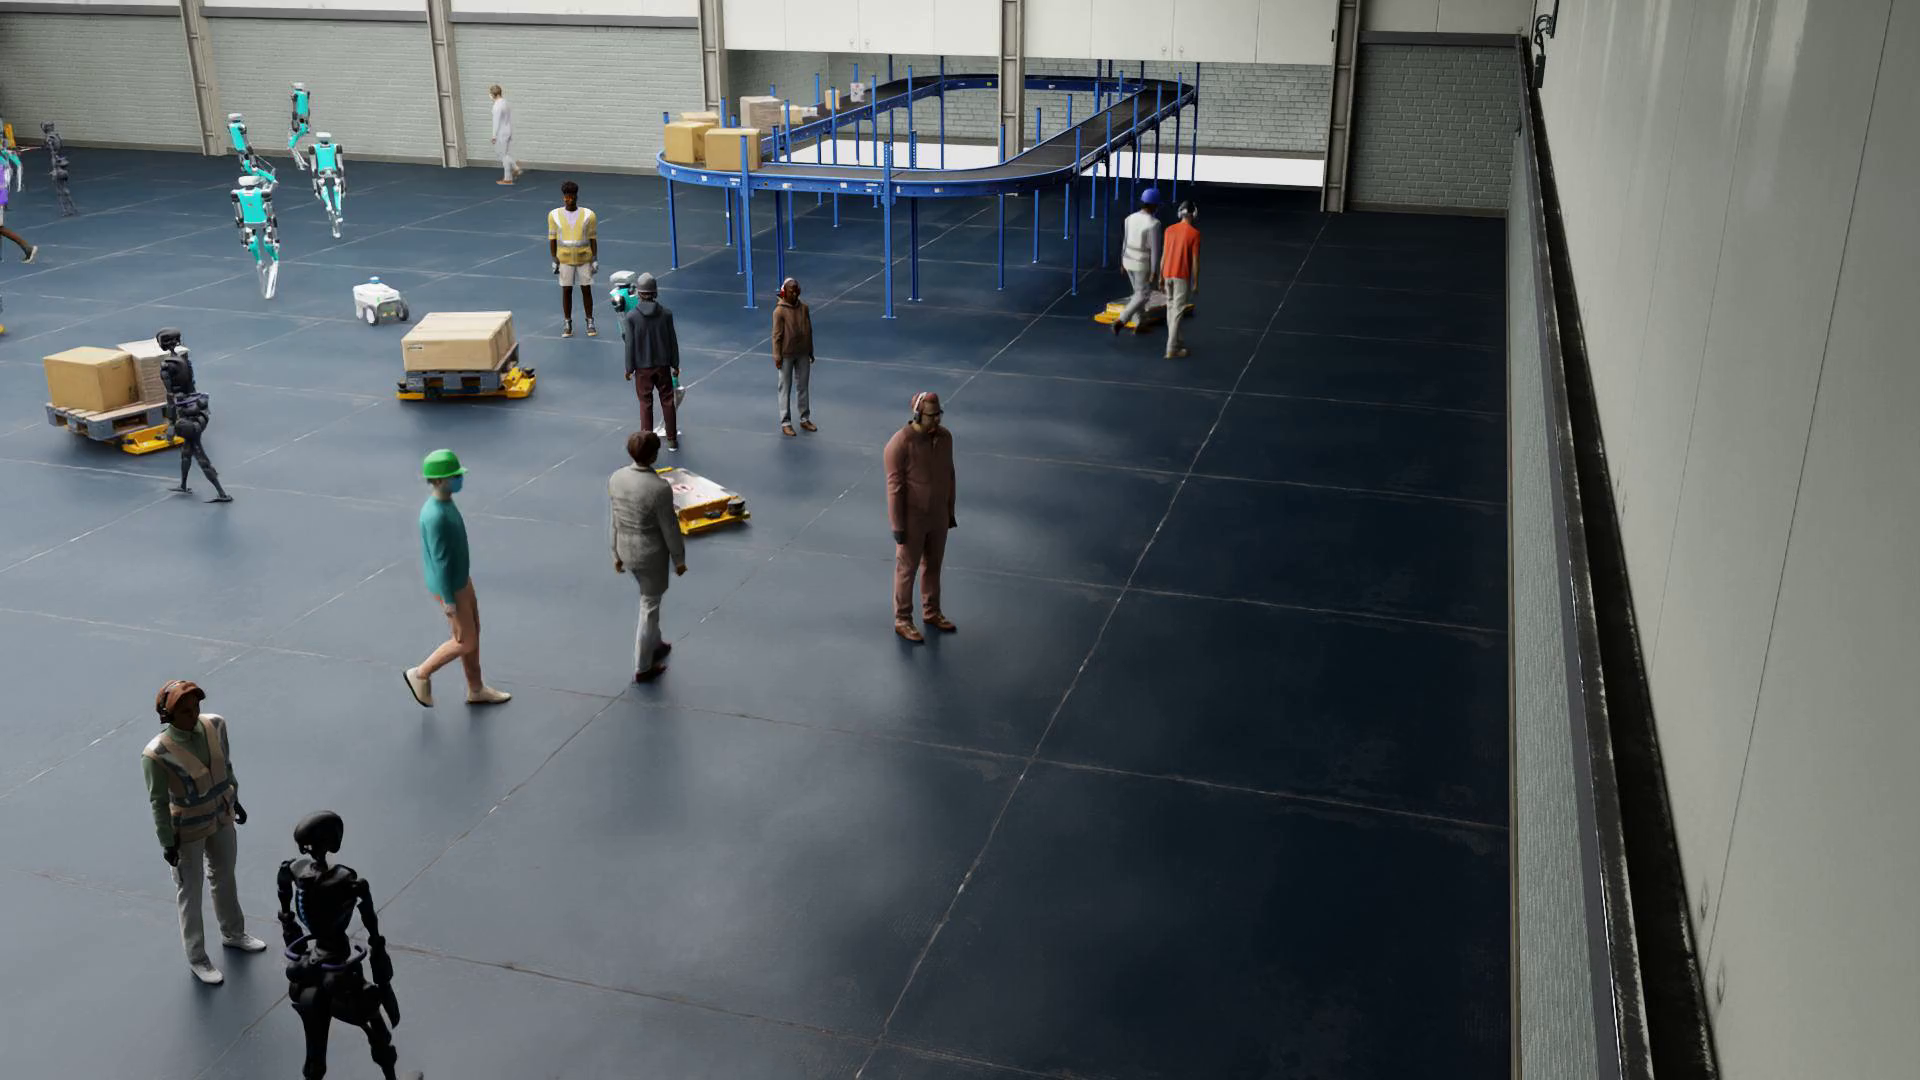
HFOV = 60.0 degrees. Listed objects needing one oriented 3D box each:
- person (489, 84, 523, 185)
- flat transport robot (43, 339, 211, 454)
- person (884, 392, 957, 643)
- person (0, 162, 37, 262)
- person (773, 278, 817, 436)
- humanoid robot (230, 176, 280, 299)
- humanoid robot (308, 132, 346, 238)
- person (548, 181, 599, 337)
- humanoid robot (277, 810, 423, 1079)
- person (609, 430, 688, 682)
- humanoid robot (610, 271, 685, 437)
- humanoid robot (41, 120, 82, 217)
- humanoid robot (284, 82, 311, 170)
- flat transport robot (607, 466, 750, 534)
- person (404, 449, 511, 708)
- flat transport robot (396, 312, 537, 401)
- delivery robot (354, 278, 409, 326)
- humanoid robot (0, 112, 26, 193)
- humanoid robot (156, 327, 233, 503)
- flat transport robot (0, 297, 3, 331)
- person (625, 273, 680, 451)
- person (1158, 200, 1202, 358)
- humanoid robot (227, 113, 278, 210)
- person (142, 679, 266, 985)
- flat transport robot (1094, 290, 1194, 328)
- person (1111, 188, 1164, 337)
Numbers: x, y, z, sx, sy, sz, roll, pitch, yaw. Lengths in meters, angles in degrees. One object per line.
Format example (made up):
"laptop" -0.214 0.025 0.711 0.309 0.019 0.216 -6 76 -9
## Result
"person" -8.886 -7.854 32.263 0.453 1.920 0.629 -2 21 -5
"flat transport robot" -8.567 -1.167 17.205 1.431 0.231 0.659 15 26 34
"person" -0.259 -0.183 12.394 0.645 1.902 0.403 -19 28 -41
"person" -14.580 -5.140 25.197 0.876 1.936 0.613 -2 21 -4
"person" -1.729 -1.905 17.203 0.470 1.645 0.333 -16 26 -35
"humanoid robot" -9.622 -4.130 22.998 0.530 1.877 0.810 -2 21 -6
"humanoid robot" -10.157 -5.664 26.888 0.547 1.762 1.051 -10 23 -25
"person" -4.874 -3.553 21.036 0.604 1.966 0.367 -5 22 -12
"humanoid robot" -2.768 1.929 7.309 0.584 1.638 0.787 8 22 19
"person" -2.175 0.085 11.822 0.538 1.802 0.707 12 24 27
"humanoid robot" -3.087 -1.875 16.985 0.849 1.742 0.559 1 21 4
"humanoid robot" -15.752 -6.510 29.126 0.380 1.634 0.621 -7 22 -18
"humanoid robot" -13.652 -8.479 34.114 0.748 1.776 0.542 5 22 13
"flat transport robot" -2.582 -0.383 15.170 0.659 0.231 1.431 -17 27 -37
"person" -3.454 0.286 11.219 0.587 1.861 0.537 -2 21 -4
"flat transport robot" -5.559 -1.766 18.759 1.431 0.231 0.659 -1 21 -3
"delivery robot" -7.703 -3.171 21.989 0.765 0.583 0.499 20 29 41
"humanoid robot" -18.069 -7.461 31.508 0.560 1.772 0.881 5 22 13
"humanoid robot" -7.103 -1.136 15.192 0.681 1.635 0.589 -1 21 -2
"flat transport robot" -13.063 -2.733 21.265 1.431 0.231 0.659 7 22 17
"person" -3.073 -1.760 16.595 0.550 1.811 0.372 -8 23 -21
"person" 2.698 -3.181 20.222 0.518 1.871 0.745 14 25 33
"humanoid robot" -12.462 -6.653 29.496 0.544 1.832 0.776 18 28 39
"person" -3.869 1.459 8.484 0.306 1.639 0.523 8 23 20
"flat transport robot" 2.465 -3.078 22.161 0.659 0.231 1.431 16 26 36
"person" 2.206 -3.439 20.823 0.748 1.907 0.650 -14 25 -32
